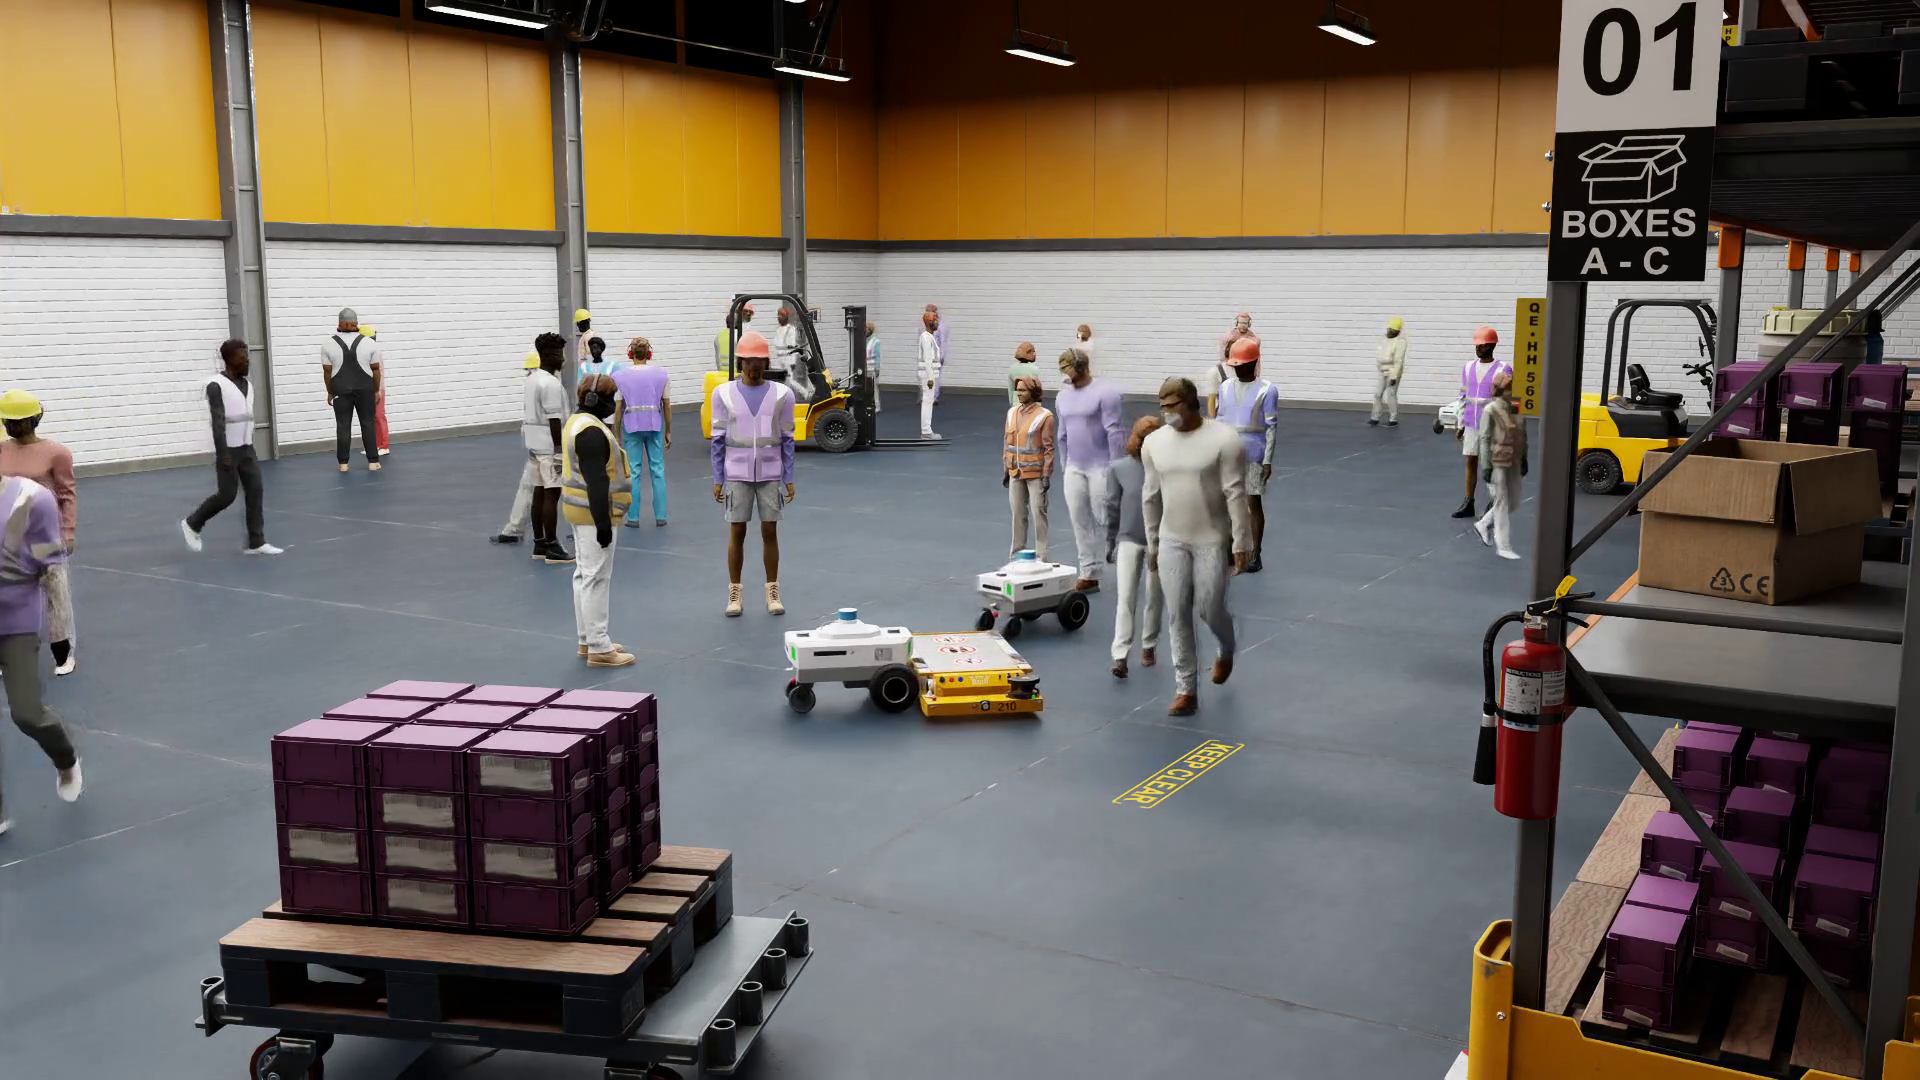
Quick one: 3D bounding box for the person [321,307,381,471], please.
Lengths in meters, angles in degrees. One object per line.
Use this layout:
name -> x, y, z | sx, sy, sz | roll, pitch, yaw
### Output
person -> -7.579, -1.880, 20.757 | 0.684, 2.000, 0.538 | -3, 10, -18

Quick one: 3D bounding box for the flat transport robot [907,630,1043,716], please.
flat transport robot -> 0.012, 0.757, 9.805 | 0.652, 0.197, 1.431 | -2, 9, -10

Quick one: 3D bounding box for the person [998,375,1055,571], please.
person -> 0.553, -0.521, 13.516 | 0.514, 1.641, 0.309 | 9, 13, 43

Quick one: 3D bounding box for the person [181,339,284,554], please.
person -> -6.376, -0.802, 14.467 | 0.775, 1.901, 0.588 | 2, 9, 10

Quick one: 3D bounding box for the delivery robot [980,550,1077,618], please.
delivery robot -> 0.468, 0.311, 11.410 | 0.707, 0.478, 0.477 | -8, 12, -42

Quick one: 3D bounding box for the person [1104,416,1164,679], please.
person -> 1.122, 0.044, 10.135 | 0.494, 1.588, 0.849 | 1, 9, 6

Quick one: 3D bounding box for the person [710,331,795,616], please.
person -> -1.476, -0.470, 11.937 | 0.608, 2.047, 0.366 | -2, 9, -11

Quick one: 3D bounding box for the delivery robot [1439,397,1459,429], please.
delivery robot -> 7.656, -1.947, 25.506 | 0.477, 0.478, 0.707 | 9, 13, 44

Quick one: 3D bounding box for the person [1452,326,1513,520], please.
person -> 5.202, -1.160, 16.582 | 0.356, 1.937, 0.552 | -9, 13, -43

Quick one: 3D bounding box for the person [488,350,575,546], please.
person -> -3.778, -0.836, 15.094 | 0.939, 1.779, 0.605 | 0, 9, -2

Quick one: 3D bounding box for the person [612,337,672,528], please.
person -> -3.063, -1.031, 16.059 | 0.565, 1.846, 0.390 | -3, 10, -19

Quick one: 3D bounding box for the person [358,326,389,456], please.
person -> -7.942, -2.011, 22.459 | 0.332, 1.759, 0.523 | -8, 12, -40

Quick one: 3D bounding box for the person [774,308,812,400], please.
person -> -3.040, -3.202, 29.593 | 0.737, 1.863, 0.576 | -7, 12, -38

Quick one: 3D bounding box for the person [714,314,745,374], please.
person -> -3.528, -2.615, 25.982 | 0.619, 1.839, 0.430 | 6, 11, 33

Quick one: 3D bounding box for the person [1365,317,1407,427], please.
person -> 6.781, -2.648, 26.385 | 0.650, 1.771, 0.663 | -5, 10, -28

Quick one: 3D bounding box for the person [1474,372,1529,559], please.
person -> 4.664, -0.656, 14.440 | 0.549, 1.620, 0.535 | -6, 11, -31

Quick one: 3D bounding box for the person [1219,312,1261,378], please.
person -> 4.054, -2.333, 24.021 | 0.637, 1.902, 0.406 | -2, 9, -12

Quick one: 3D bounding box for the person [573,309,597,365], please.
person -> -5.689, -2.558, 25.374 | 0.380, 1.917, 0.586 | -2, 9, -12

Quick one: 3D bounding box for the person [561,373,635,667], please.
person -> -2.276, -0.129, 10.468 | 0.430, 1.838, 0.619 | -3, 10, -21

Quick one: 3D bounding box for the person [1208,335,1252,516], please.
person -> 2.740, -1.133, 16.720 | 0.527, 1.840, 0.418 | -2, 9, -14

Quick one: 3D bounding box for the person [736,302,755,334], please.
person -> -3.604, -2.936, 27.489 | 0.598, 1.991, 0.648 | -5, 10, -30

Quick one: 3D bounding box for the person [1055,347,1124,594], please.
person -> 1.057, -0.552, 12.916 | 0.677, 1.894, 0.773 | 9, 12, 43

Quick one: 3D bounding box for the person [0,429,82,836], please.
person -> -4.183, 0.351, 7.228 | 0.607, 1.910, 0.660 | 0, 9, -1

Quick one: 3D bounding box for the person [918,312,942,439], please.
person -> -0.444, -2.414, 24.575 | 0.343, 1.882, 0.585 | 0, 9, -2

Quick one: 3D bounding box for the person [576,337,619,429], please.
person -> -4.441, -1.633, 20.310 | 0.552, 1.677, 0.626 | 1, 9, 7

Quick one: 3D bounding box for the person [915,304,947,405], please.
person -> -0.580, -3.430, 30.868 | 0.681, 1.892, 0.558 | 6, 11, 32

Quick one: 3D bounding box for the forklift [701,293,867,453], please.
forklift -> -2.458, -2.344, 23.176 | 2.313, 2.155, 1.214 | 0, 9, -2

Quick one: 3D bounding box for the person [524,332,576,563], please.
person -> -3.503, -0.786, 14.163 | 0.373, 1.963, 0.607 | -6, 11, -32

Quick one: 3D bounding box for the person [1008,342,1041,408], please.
person -> 0.794, -1.588, 20.203 | 0.280, 1.633, 0.502 | -9, 12, -43

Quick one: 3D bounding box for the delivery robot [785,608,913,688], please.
delivery robot -> -0.633, 0.629, 9.424 | 0.707, 0.478, 0.477 | -2, 9, -10

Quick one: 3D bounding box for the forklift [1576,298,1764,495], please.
forklift -> 7.954, -1.589, 18.462 | 2.313, 2.155, 1.214 | 5, 11, 30

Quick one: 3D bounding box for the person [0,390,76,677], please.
person -> -5.655, -0.036, 10.127 | 0.522, 1.761, 0.327 | -1, 9, -4

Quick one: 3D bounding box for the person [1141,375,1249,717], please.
person -> 1.345, 0.007, 9.407 | 0.654, 1.905, 0.705 | 5, 10, 29

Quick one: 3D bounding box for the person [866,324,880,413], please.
person -> -1.601, -2.957, 28.868 | 0.529, 1.585, 0.846 | 5, 10, 27

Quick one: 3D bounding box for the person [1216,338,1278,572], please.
person -> 2.332, -0.695, 13.713 | 0.543, 1.927, 0.375 | 7, 11, 36

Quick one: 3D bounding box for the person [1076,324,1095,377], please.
person -> 2.171, -2.857, 28.176 | 0.618, 1.611, 0.510 | -4, 10, -24
